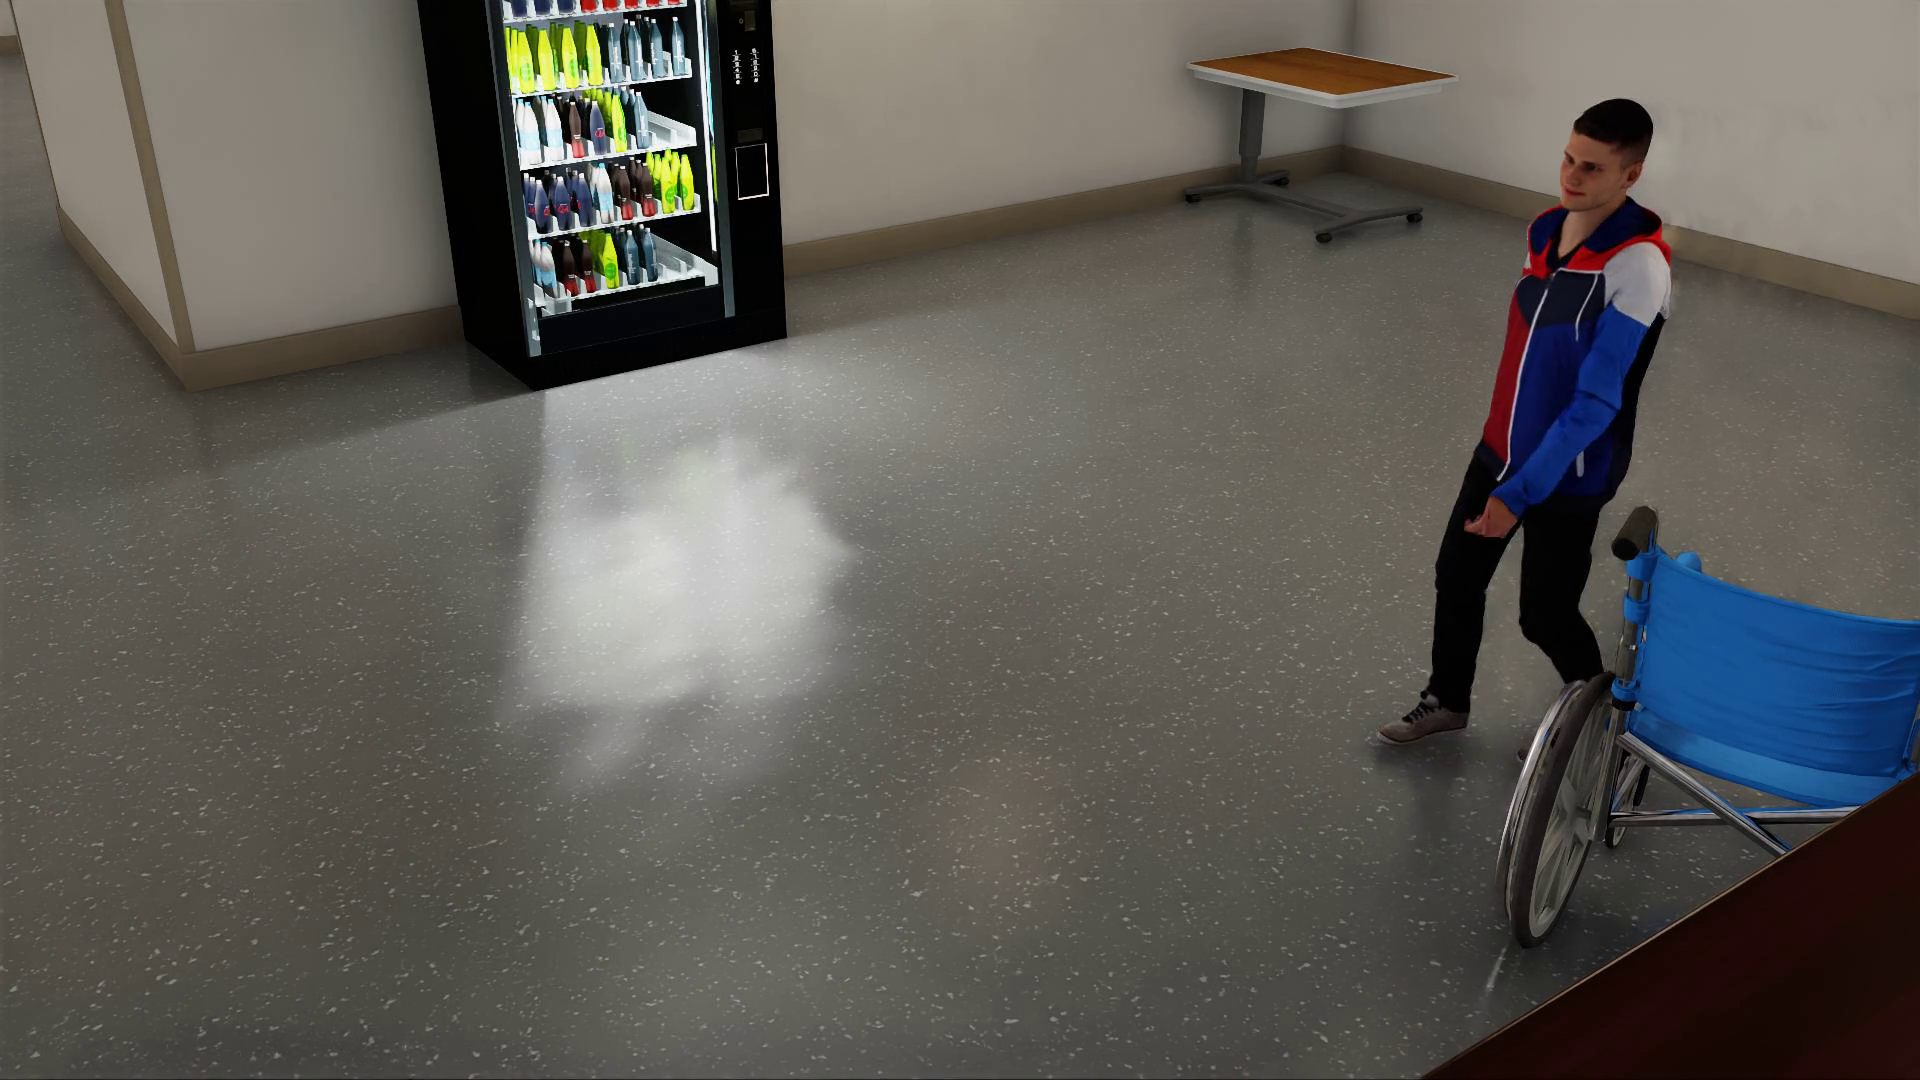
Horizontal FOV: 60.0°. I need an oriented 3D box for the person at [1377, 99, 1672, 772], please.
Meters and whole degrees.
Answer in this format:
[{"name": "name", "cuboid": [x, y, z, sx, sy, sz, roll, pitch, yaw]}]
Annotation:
[{"name": "person", "cuboid": [1.507, -0.178, 4.053, 0.951, 1.736, 0.819, -5, 26, -10]}]
